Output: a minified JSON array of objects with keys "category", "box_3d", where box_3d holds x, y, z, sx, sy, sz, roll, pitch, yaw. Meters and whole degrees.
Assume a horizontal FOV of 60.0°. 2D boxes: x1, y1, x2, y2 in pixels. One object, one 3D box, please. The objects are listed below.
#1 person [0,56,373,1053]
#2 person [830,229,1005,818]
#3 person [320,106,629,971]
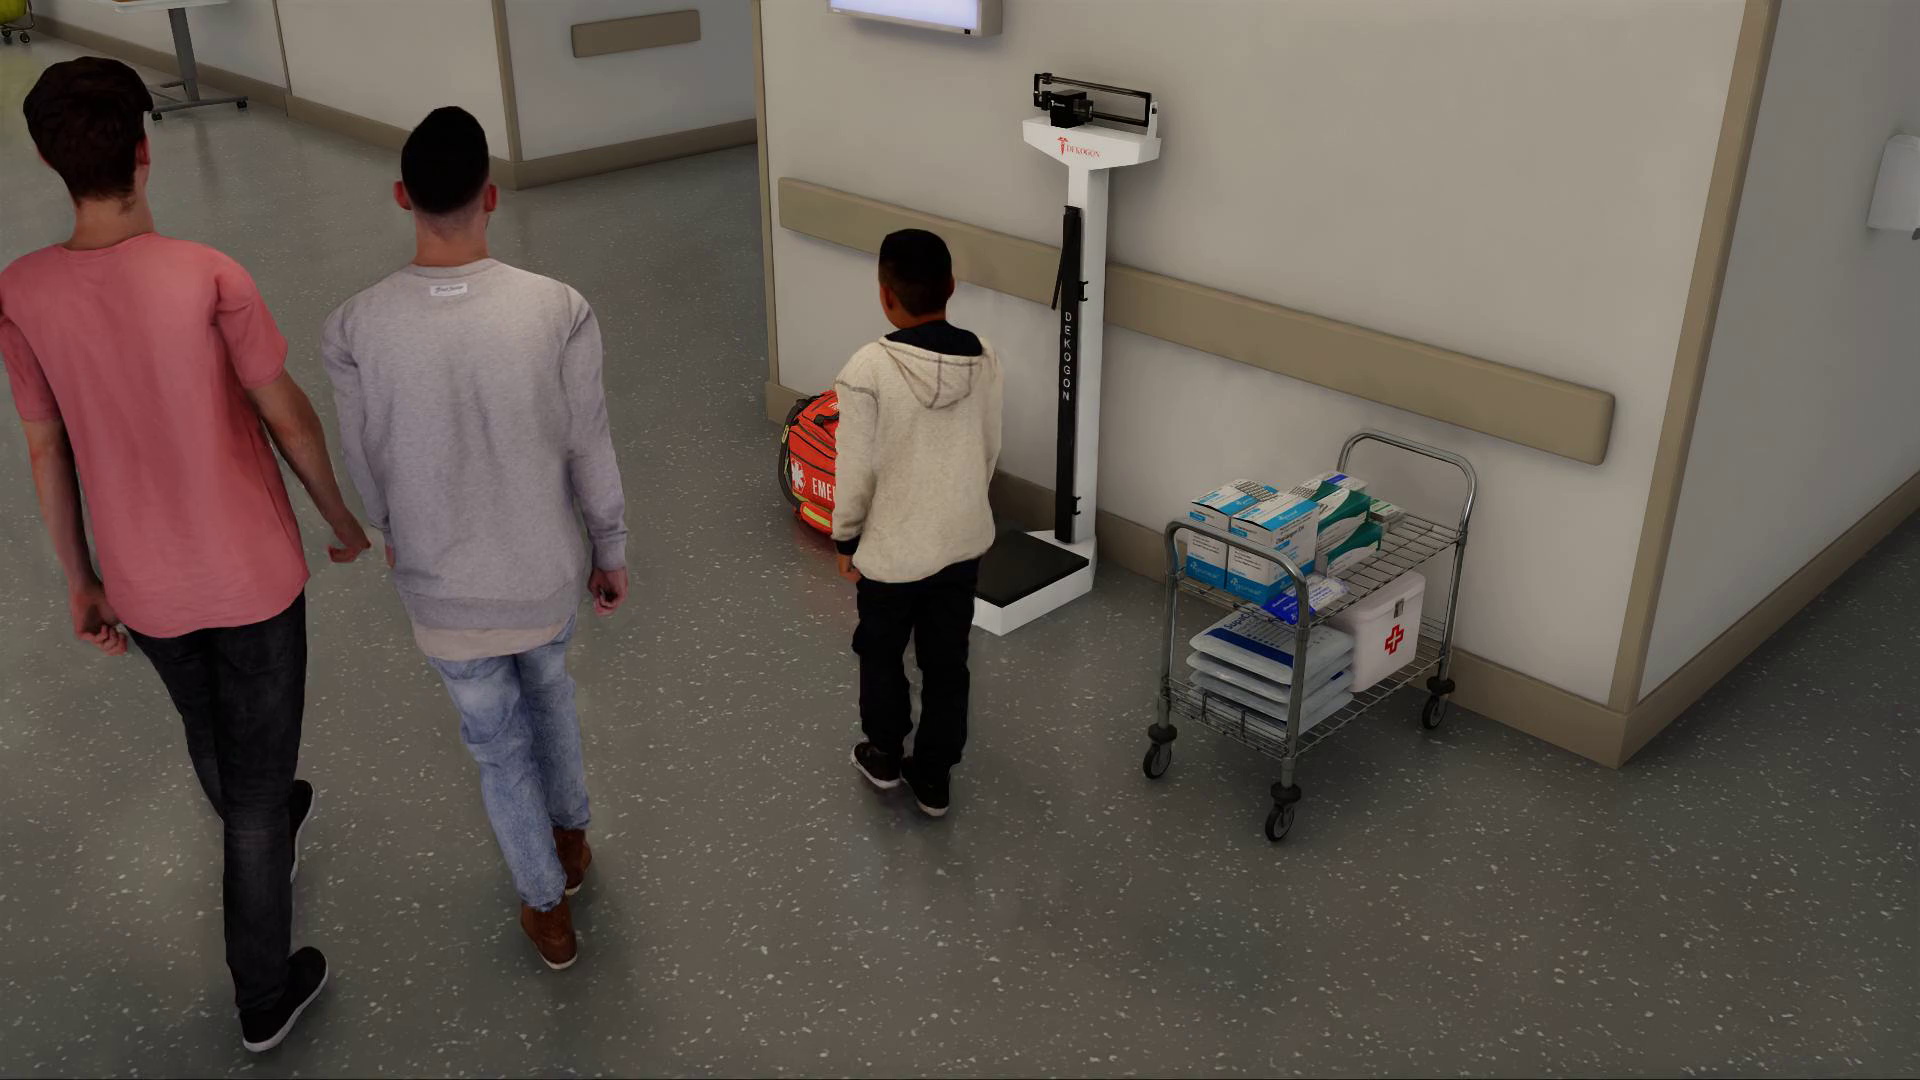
[{"category":"person","box_3d":[-1.452,0.124,3.138,1.044,1.930,1.103,0,26,-1]},{"category":"person","box_3d":[-0.066,0.023,3.925,0.707,1.429,0.722,-11,28,-22]},{"category":"person","box_3d":[-0.925,0.093,3.330,0.801,1.820,0.827,-10,27,-19]}]
